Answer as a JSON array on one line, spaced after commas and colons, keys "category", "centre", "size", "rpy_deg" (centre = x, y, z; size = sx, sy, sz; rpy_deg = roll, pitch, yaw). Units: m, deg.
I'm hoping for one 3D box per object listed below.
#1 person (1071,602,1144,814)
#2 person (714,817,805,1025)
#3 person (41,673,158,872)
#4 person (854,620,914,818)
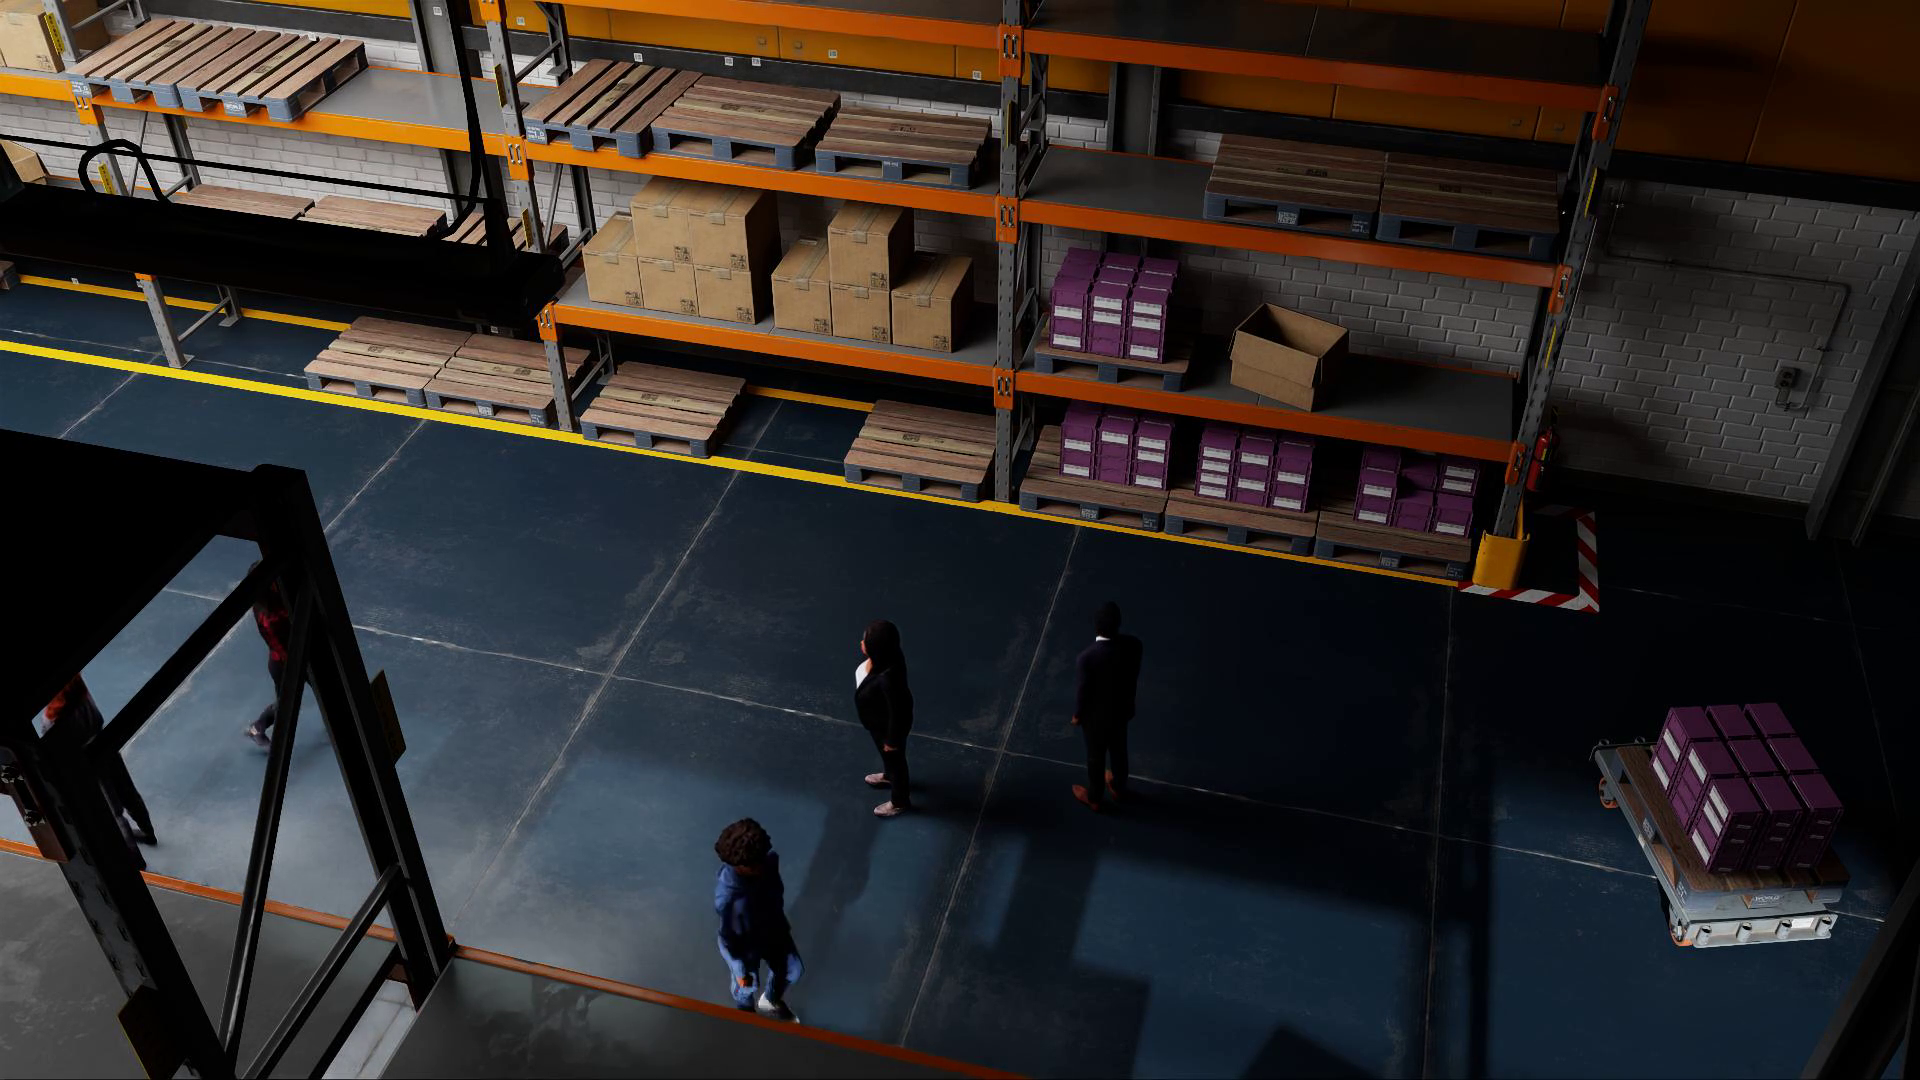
[{"category": "person", "centre": [0.959, 1.101, 10.838], "size": [0.694, 1.727, 0.766], "rpy_deg": [-18, 42, -21]}, {"category": "person", "centre": [-1.235, 2.190, 9.418], "size": [0.744, 1.797, 0.773], "rpy_deg": [23, 44, 26]}, {"category": "person", "centre": [-5.440, 1.396, 10.427], "size": [0.557, 1.779, 0.615], "rpy_deg": [2, 39, 3]}, {"category": "person", "centre": [-0.470, 1.144, 10.874], "size": [0.780, 1.616, 0.764], "rpy_deg": [-8, 39, -10]}]
